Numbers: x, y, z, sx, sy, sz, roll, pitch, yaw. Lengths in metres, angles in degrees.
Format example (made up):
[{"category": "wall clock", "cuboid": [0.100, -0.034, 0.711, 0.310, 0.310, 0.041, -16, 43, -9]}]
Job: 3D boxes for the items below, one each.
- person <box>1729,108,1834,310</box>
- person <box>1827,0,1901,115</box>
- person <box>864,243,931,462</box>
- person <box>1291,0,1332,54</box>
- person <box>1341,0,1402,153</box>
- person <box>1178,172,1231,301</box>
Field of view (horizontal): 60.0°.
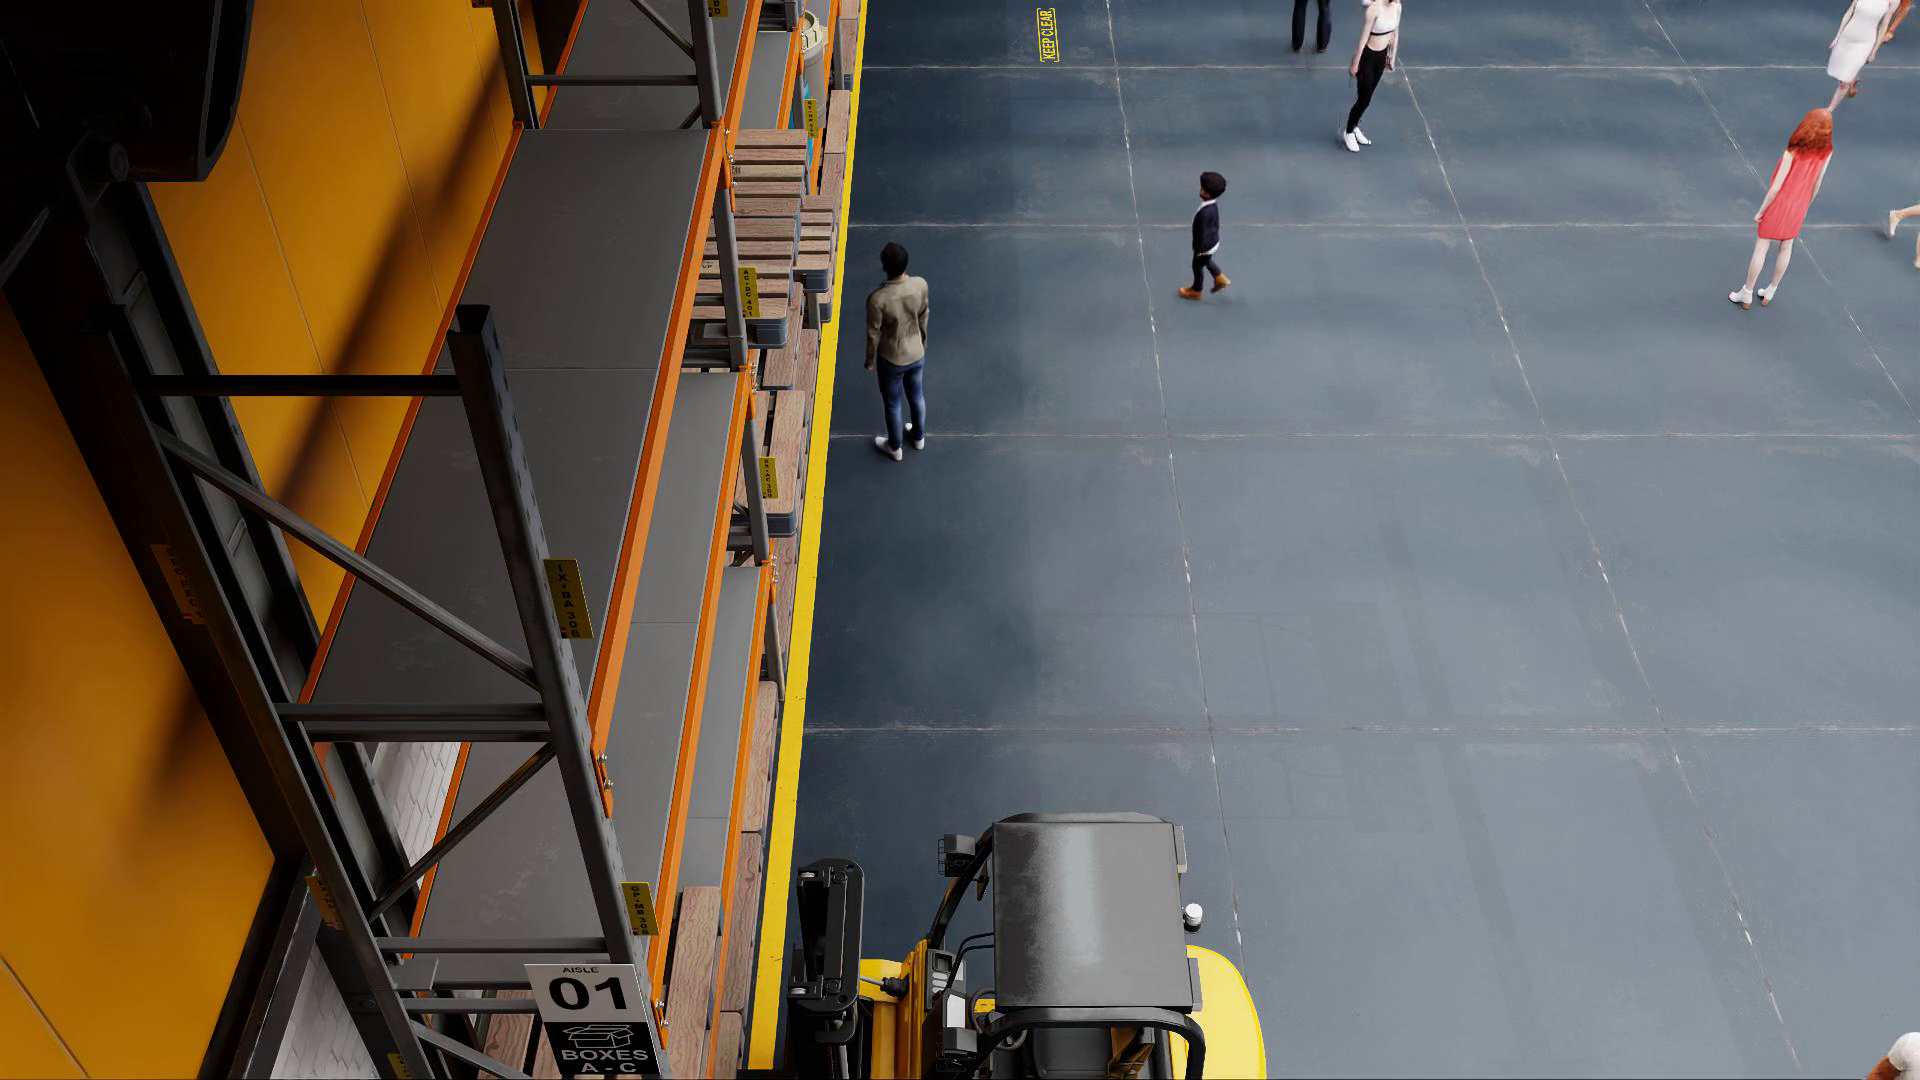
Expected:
[{"category": "person", "cuboid": [6.842, -2.734, 13.788, 0.628, 1.826, 0.551, -5, 44, -6]}, {"category": "person", "cuboid": [8.627, -4.760, 15.950, 0.975, 1.776, 0.942, -31, 52, -29]}, {"category": "person", "cuboid": [-0.442, -1.381, 12.337, 0.793, 1.869, 0.802, -25, 49, -24]}, {"category": "person", "cuboid": [3.651, -5.858, 17.082, 0.754, 1.805, 0.692, 9, 44, 9]}, {"category": "person", "cuboid": [3.866, -4.565, 15.774, 0.712, 1.737, 0.742, -22, 48, -21]}, {"category": "person", "cuboid": [2.120, -2.539, 14.023, 0.676, 1.218, 0.662, 14, 45, 14]}]
